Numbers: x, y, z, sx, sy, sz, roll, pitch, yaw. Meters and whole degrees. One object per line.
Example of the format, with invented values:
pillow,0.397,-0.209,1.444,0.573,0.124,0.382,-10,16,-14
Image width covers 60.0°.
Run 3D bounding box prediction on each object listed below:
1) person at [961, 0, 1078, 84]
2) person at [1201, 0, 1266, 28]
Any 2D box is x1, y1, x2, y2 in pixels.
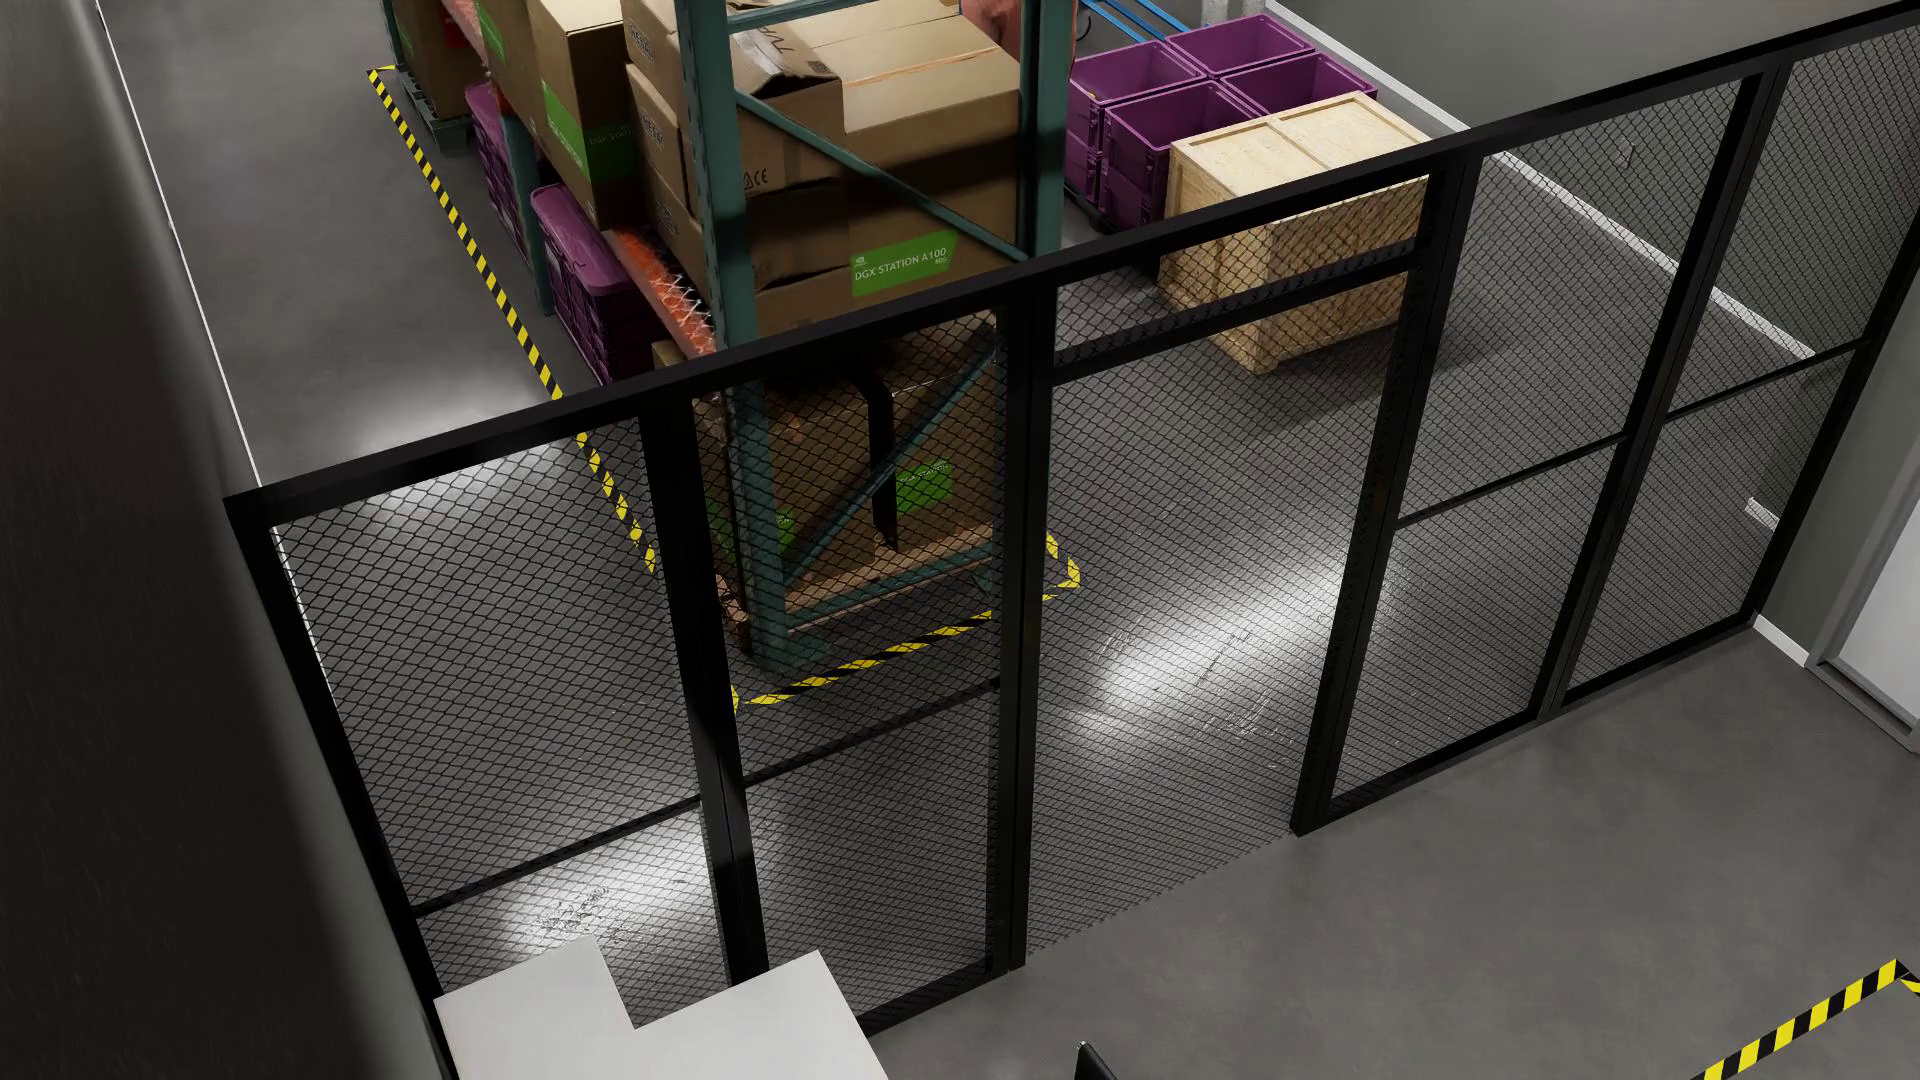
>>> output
person,0.218,-1.816,6.890,0.623,1.993,0.384,-32,51,-30
person,1.428,-3.279,8.610,0.600,1.829,0.404,-18,45,-18
